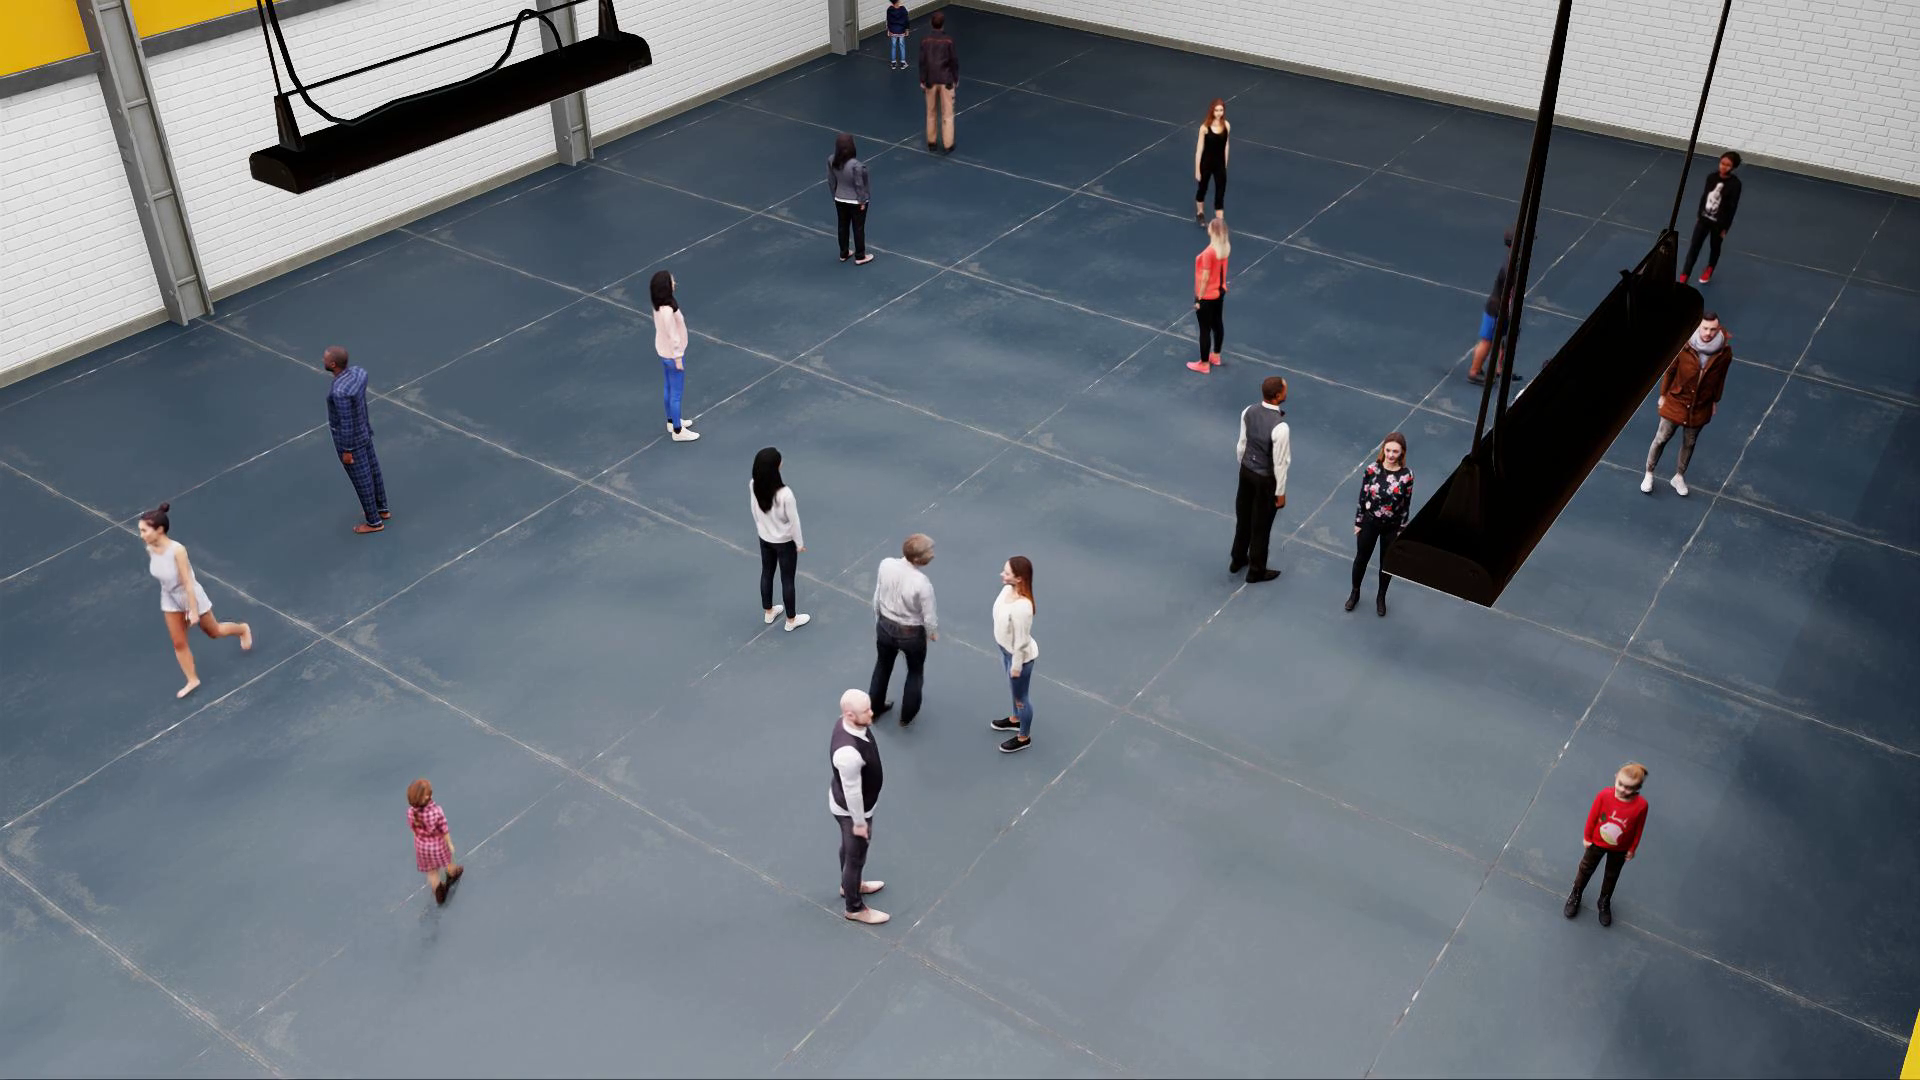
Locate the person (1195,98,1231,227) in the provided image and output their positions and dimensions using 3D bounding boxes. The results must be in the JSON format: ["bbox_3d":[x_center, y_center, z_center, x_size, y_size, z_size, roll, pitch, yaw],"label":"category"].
[{"bbox_3d":[3.087,-4.625,20.552,1.088,1.681,1.166,-5,34,-7],"label":"person"}]

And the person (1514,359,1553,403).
[{"bbox_3d":[4.980,-0.812,14.674,0.880,1.839,0.939,-7,34,-11],"label":"person"}]

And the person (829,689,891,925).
[{"bbox_3d":[-0.685,1.722,10.874,0.844,1.824,0.764,-3,34,-4],"label":"person"}]

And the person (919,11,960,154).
[{"bbox_3d":[-0.282,-6.282,22.824,0.810,1.926,0.811,3,34,5],"label":"person"}]

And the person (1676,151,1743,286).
[{"bbox_3d":[8.745,-3.705,19.209,1.130,1.636,0.750,-28,43,-35],"label":"person"}]

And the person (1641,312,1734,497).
[{"bbox_3d":[6.722,-1.269,15.362,0.832,1.837,0.855,6,34,8],"label":"person"}]

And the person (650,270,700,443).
[{"bbox_3d":[-2.825,-1.808,16.233,0.734,1.770,0.725,-13,36,-18],"label":"person"}]

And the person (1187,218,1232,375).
[{"bbox_3d":[2.645,-2.573,17.454,0.666,1.694,0.484,25,41,33],"label":"person"}]

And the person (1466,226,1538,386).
[{"bbox_3d":[5.495,-2.409,17.133,0.725,1.777,0.734,17,37,24],"label":"person"}]

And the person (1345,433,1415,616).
[{"bbox_3d":[3.500,-0.146,13.812,0.632,1.684,0.605,9,35,14],"label":"person"}]

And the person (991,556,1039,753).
[{"bbox_3d":[0.423,0.829,12.338,0.763,1.691,0.697,-4,34,-6],"label":"person"}]

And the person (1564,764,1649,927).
[{"bbox_3d":[4.292,1.985,10.970,0.546,1.280,0.549,11,35,16],"label":"person"}]

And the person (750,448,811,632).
[{"bbox_3d":[-1.503,-0.019,13.605,0.617,1.701,0.561,19,38,26],"label":"person"}]

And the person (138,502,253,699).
[{"bbox_3d":[-6.027,0.420,13.043,0.753,1.592,1.056,12,35,17],"label":"person"}]

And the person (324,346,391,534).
[{"bbox_3d":[-5.400,-0.916,14.843,0.836,1.824,0.737,2,34,2],"label":"person"}]

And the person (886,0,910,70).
[{"bbox_3d":[-0.984,-8.007,26.053,0.588,1.224,0.608,4,34,6],"label":"person"}]

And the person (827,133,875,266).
[{"bbox_3d":[-1.305,-4.064,19.780,0.658,1.602,0.647,20,38,27],"label":"person"}]

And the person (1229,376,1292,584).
[{"bbox_3d":[2.558,-0.528,14.176,0.718,1.917,0.771,-21,39,-28],"label":"person"}]

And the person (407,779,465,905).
[{"bbox_3d":[-3.550,2.040,11.127,0.579,1.015,0.657,1,34,1],"label":"person"}]

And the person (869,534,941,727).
[{"bbox_3d":[-0.423,0.720,12.441,0.727,1.758,0.613,12,35,17],"label":"person"}]
